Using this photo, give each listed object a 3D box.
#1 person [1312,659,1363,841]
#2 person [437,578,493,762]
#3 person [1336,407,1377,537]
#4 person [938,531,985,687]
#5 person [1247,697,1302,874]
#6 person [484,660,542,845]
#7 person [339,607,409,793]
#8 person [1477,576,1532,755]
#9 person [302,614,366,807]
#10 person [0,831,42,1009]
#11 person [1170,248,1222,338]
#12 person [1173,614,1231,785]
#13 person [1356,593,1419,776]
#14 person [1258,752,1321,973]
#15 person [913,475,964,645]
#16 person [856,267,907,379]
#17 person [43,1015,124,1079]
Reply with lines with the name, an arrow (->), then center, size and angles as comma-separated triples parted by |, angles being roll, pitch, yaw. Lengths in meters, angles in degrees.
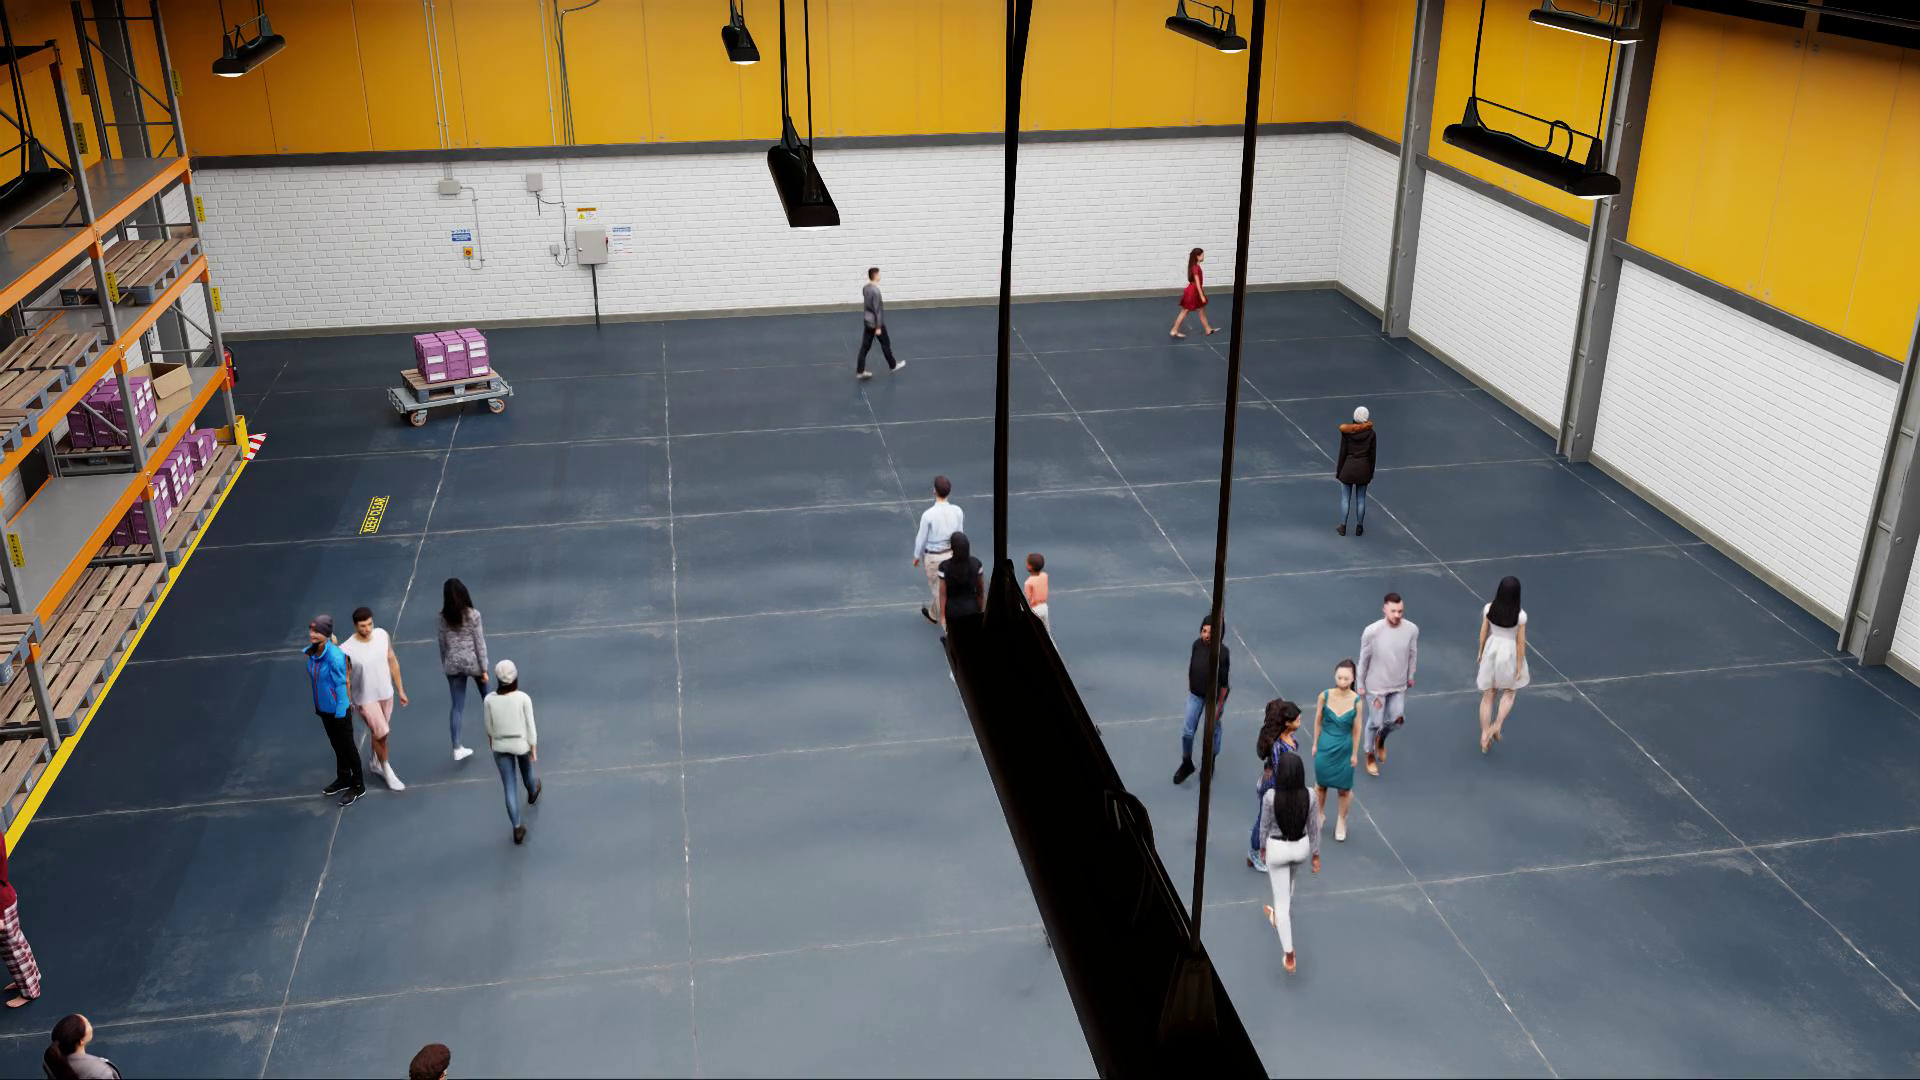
person -> 3.191, 1.781, 14.095 | 0.606, 1.684, 0.624 | 9, 25, 21
person -> -4.615, 1.225, 15.372 | 0.851, 1.680, 1.263 | 3, 24, 6
person -> 4.792, -0.843, 20.160 | 0.694, 1.634, 0.683 | 2, 24, 4
person -> 0.026, 0.752, 16.416 | 0.609, 1.711, 0.976 | -4, 24, -9
person -> 2.506, 2.016, 13.650 | 0.830, 1.611, 0.755 | 14, 27, 28
person -> -3.813, 1.810, 14.127 | 0.652, 1.604, 1.076 | -2, 24, -5
person -> -5.320, 1.362, 14.964 | 0.970, 1.756, 0.900 | 18, 29, 35
person -> 4.963, 1.187, 15.361 | 0.844, 1.759, 0.904 | 16, 28, 32
person -> -5.510, 1.479, 14.652 | 0.667, 1.791, 0.751 | 19, 30, 37
person -> -7.019, 2.636, 12.136 | 0.742, 1.687, 0.565 | -13, 27, -28
person -> 3.816, -4.086, 27.739 | 0.812, 1.507, 1.062 | 3, 24, 6
person -> 2.260, 1.395, 14.984 | 0.764, 1.679, 0.836 | 13, 27, 27
person -> 3.845, 1.255, 15.129 | 0.749, 1.819, 0.700 | -1, 24, -2
person -> 2.476, 2.446, 12.574 | 0.624, 1.684, 1.084 | -2, 24, -5
person -> -0.182, 0.262, 17.419 | 0.927, 1.804, 1.270 | -13, 27, -27
person -> -1.401, -3.318, 25.720 | 1.026, 1.715, 1.138 | -18, 29, -35
person -> -5.208, 3.563, 10.026 | 0.703, 1.679, 0.711 | 5, 24, 11
